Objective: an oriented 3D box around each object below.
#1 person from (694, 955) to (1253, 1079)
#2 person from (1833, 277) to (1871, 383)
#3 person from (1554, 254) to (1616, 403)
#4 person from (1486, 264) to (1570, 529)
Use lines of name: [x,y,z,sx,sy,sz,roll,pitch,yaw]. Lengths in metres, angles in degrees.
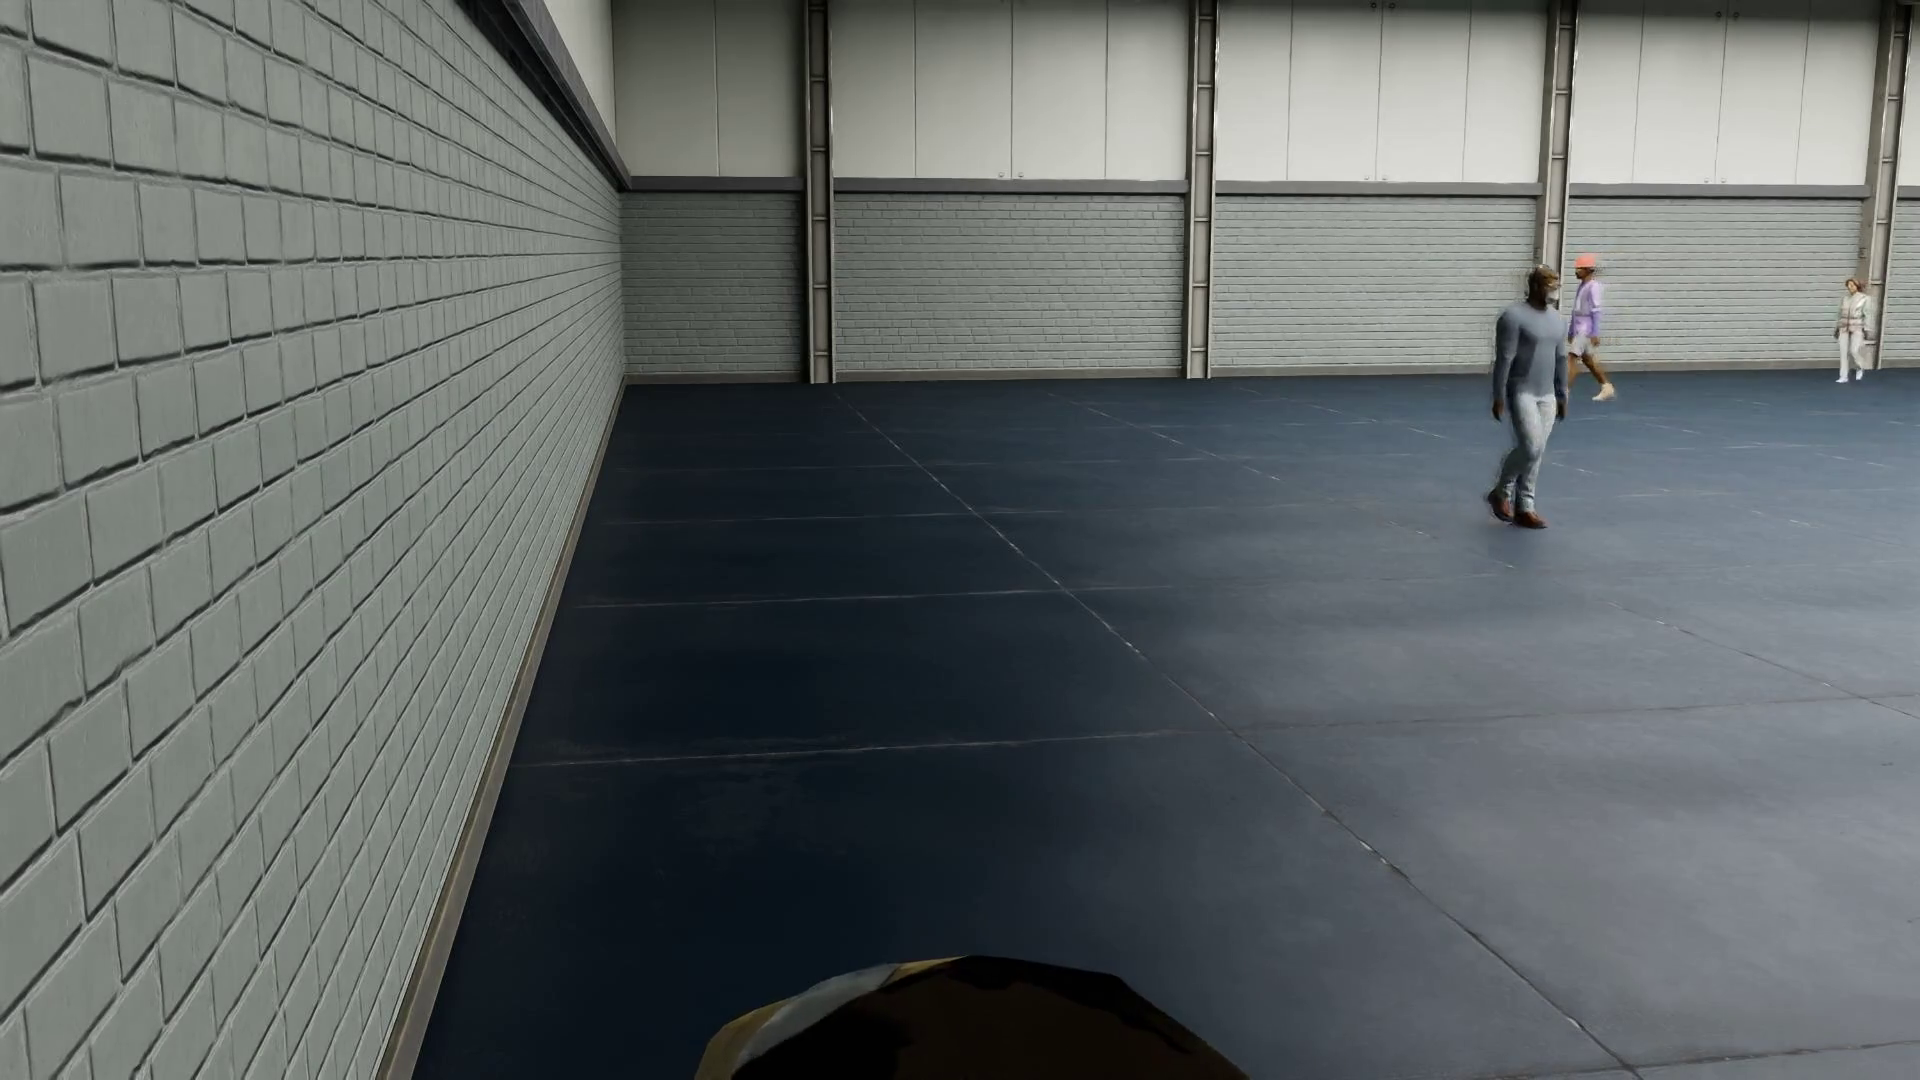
person: [0.056,0.941,1.002,0.624,1.845,0.430,6,11,31]
person: [13.694,-3.216,25.546,0.398,1.623,0.533,-6,12,-31]
person: [8.361,-2.823,22.232,0.906,2.016,0.624,1,10,4]
person: [4.180,-1.033,12.115,0.662,1.924,0.436,-5,11,-28]
